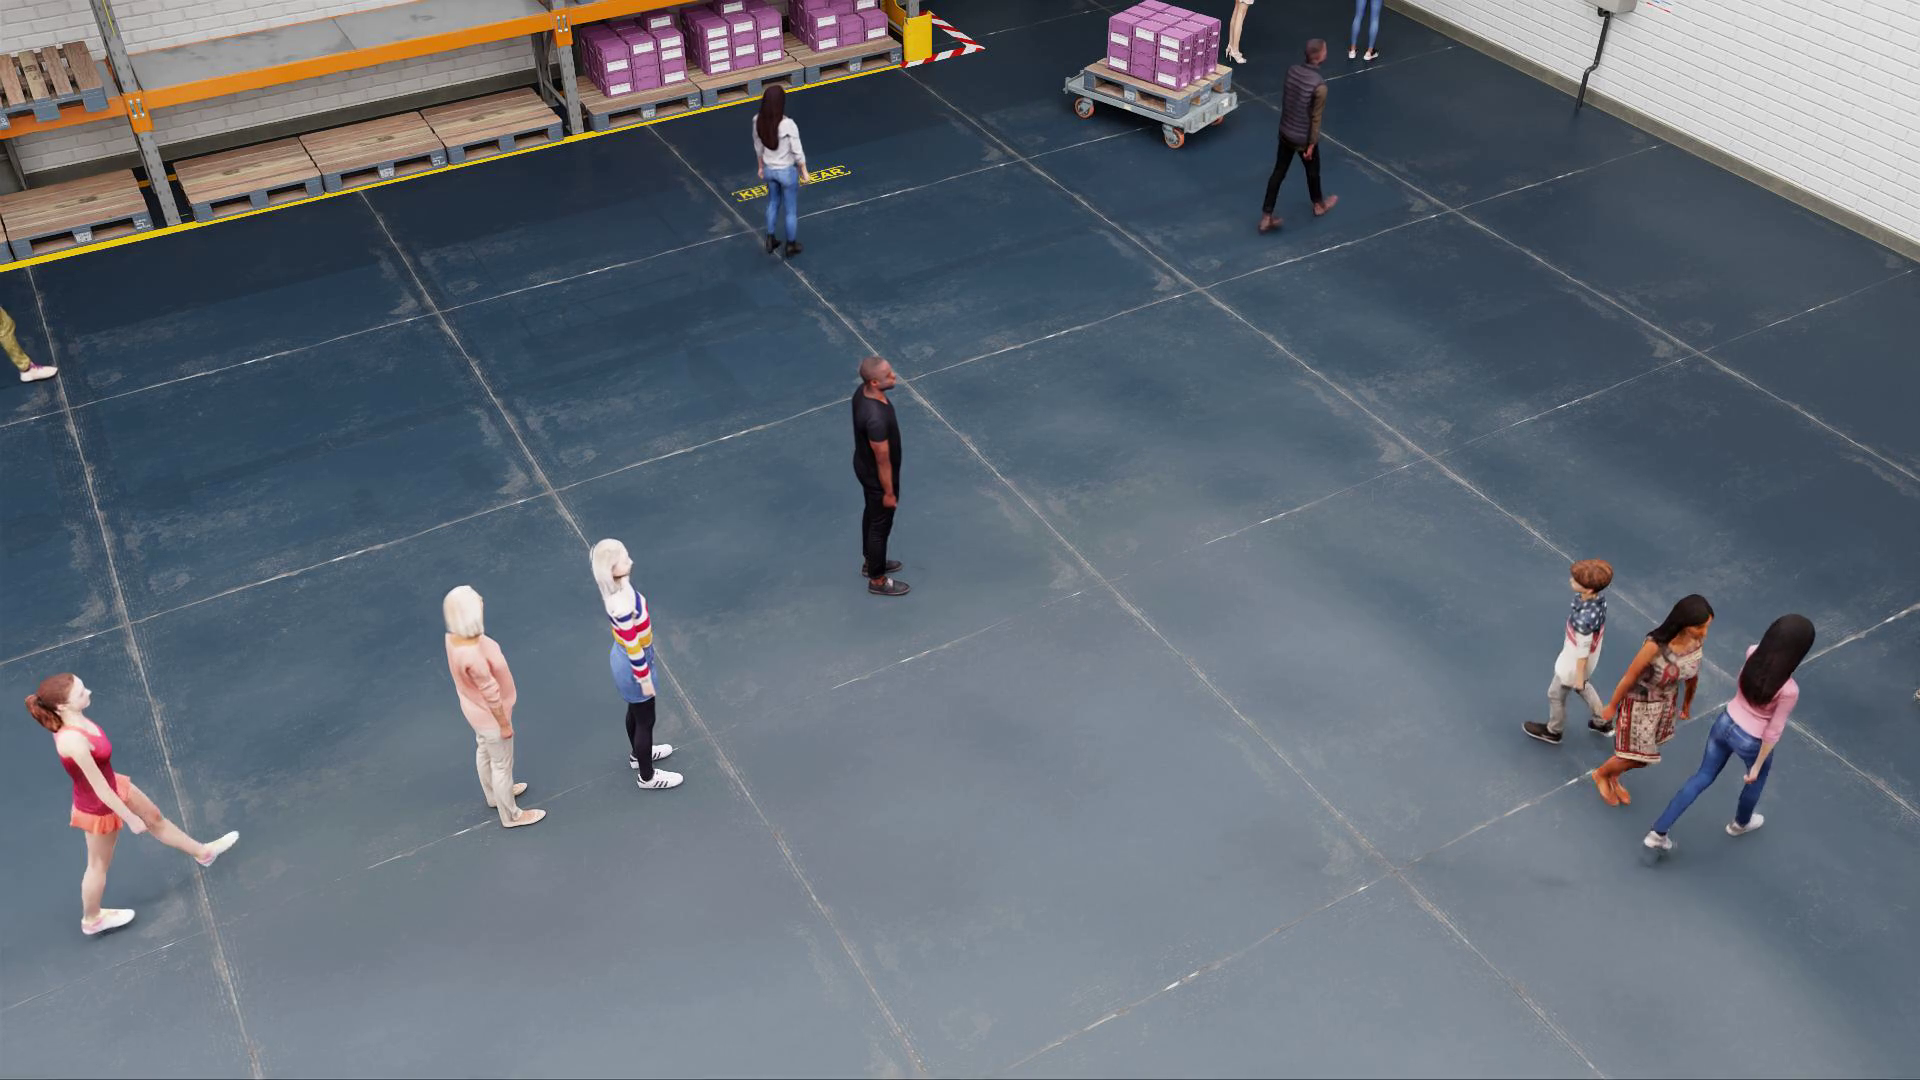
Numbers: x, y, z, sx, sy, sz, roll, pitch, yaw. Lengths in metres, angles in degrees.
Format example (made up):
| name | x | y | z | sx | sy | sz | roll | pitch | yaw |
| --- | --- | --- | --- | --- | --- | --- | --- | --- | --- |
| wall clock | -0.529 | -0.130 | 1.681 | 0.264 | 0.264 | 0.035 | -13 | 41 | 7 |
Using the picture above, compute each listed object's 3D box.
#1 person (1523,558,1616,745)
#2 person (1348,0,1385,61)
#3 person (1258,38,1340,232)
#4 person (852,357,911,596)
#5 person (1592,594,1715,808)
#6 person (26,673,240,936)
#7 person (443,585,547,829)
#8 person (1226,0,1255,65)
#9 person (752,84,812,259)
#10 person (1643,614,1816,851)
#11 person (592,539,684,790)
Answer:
| name | x | y | z | sx | sy | sz | roll | pitch | yaw |
| --- | --- | --- | --- | --- | --- | --- | --- | --- | --- |
| person | 3.778 | 0.692 | 10.002 | 0.811 | 1.422 | 0.796 | 23 | 44 | 26 |
| person | 4.546 | -6.133 | 18.392 | 0.710 | 1.617 | 0.749 | 18 | 42 | 21 |
| person | 3.002 | -3.645 | 15.138 | 1.119 | 1.790 | 0.752 | -23 | 44 | -26 |
| person | -0.551 | -0.434 | 11.093 | 0.682 | 1.819 | 0.732 | -7 | 39 | -9 |
| person | 3.918 | 0.884 | 9.598 | 0.661 | 1.626 | 0.772 | -14 | 41 | -17 |
| person | -4.651 | 1.436 | 8.850 | 1.119 | 1.697 | 0.596 | -22 | 43 | -25 |
| person | -2.696 | 0.942 | 9.446 | 0.532 | 1.724 | 0.609 | -23 | 44 | -26 |
| person | 3.116 | -6.121 | 18.282 | 0.656 | 1.736 | 0.650 | -3 | 39 | -3 |
| person | -1.610 | -3.238 | 14.760 | 0.702 | 1.625 | 0.711 | 19 | 42 | 22 |
| person | 4.282 | 1.109 | 9.248 | 1.101 | 1.711 | 0.631 | -16 | 41 | -19 |
| person | -1.905 | 0.713 | 9.666 | 0.580 | 1.809 | 0.689 | -13 | 40 | -16 |
